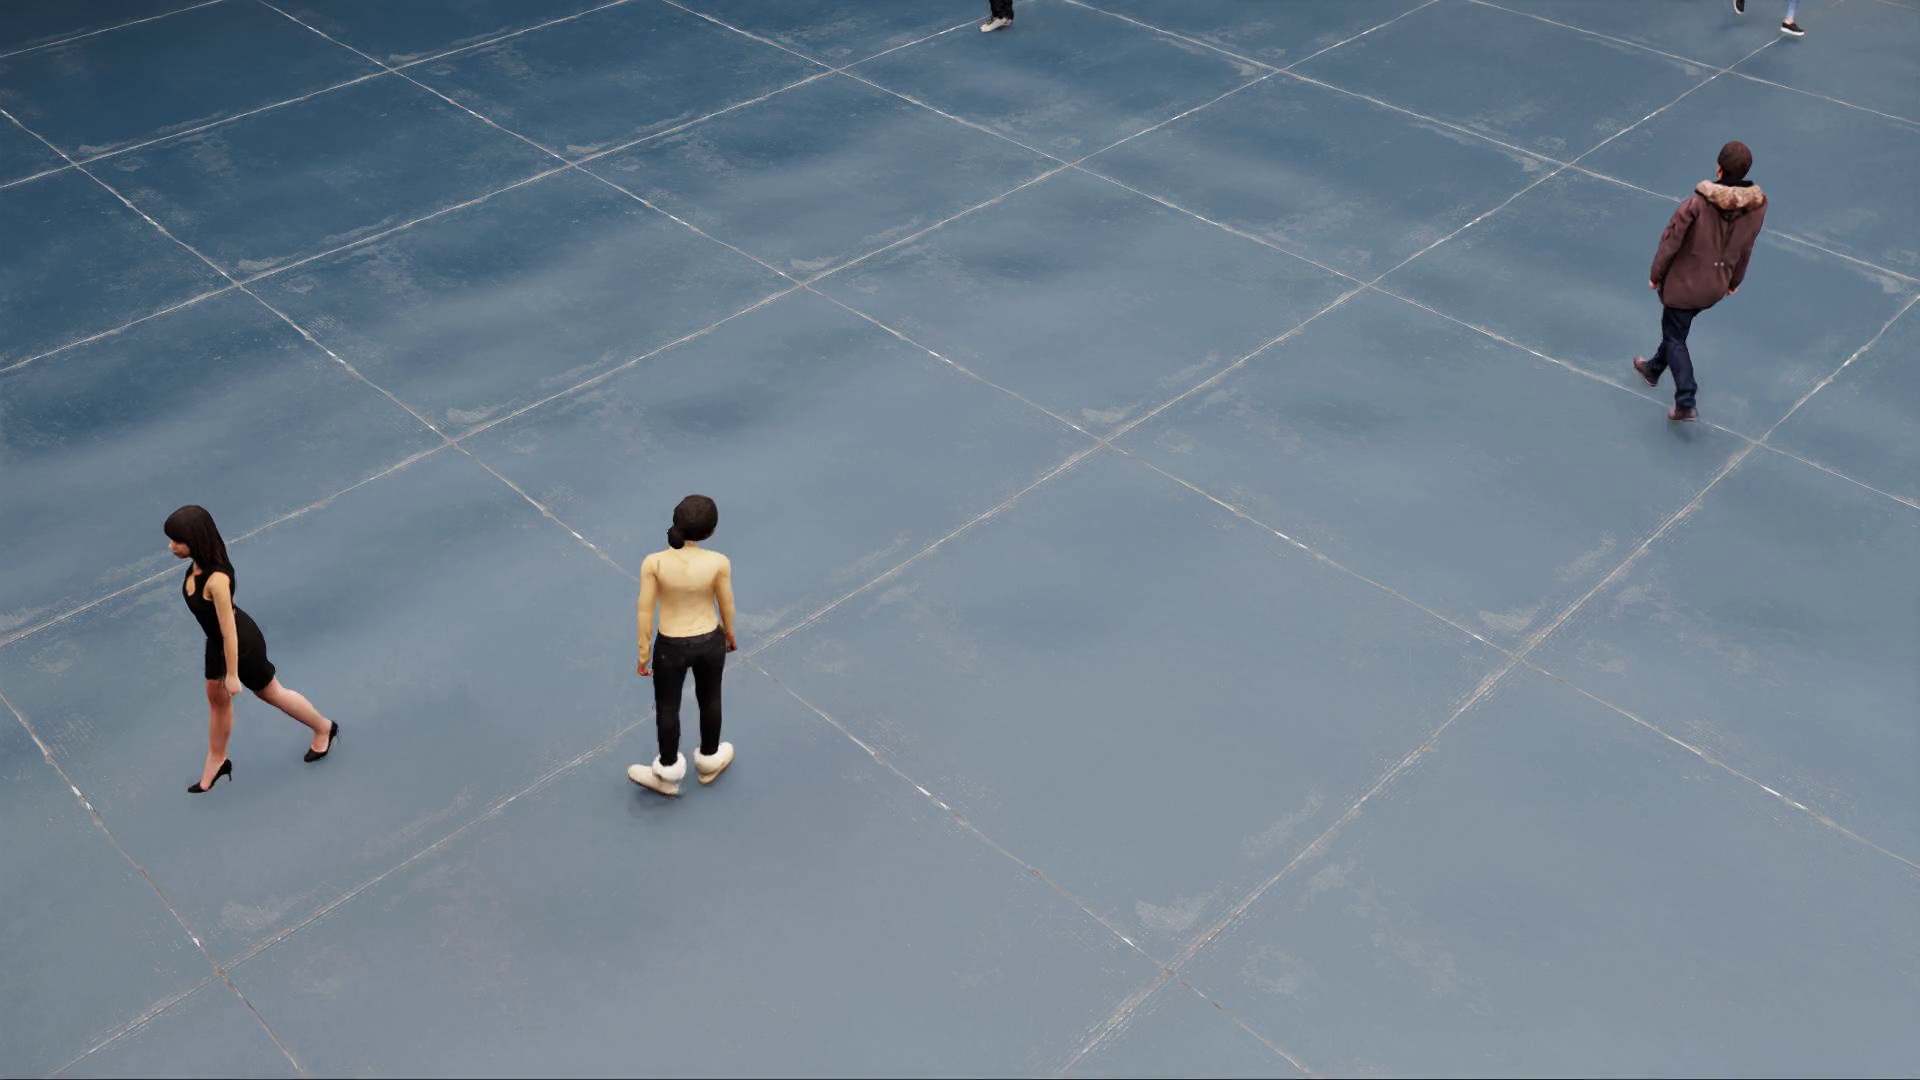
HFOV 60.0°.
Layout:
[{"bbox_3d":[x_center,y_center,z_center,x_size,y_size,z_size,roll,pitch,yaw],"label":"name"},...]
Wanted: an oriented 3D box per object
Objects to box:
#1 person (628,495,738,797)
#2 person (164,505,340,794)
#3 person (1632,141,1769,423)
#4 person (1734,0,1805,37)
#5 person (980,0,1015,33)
[{"bbox_3d":[-1.321,0.538,7.916,0.785,1.626,0.924,-16,40,-20],"label":"person"},{"bbox_3d":[-3.384,0.508,7.968,0.989,1.609,0.660,-25,44,-29],"label":"person"},{"bbox_3d":[4.706,-1.594,10.566,1.223,1.812,1.214,-6,38,-7],"label":"person"},{"bbox_3d":[8.101,-5.835,16.269,1.056,1.661,0.846,-20,42,-24],"label":"person"},{"bbox_3d":[0.448,-5.869,16.245,0.801,1.743,0.767,-9,38,-12],"label":"person"}]
